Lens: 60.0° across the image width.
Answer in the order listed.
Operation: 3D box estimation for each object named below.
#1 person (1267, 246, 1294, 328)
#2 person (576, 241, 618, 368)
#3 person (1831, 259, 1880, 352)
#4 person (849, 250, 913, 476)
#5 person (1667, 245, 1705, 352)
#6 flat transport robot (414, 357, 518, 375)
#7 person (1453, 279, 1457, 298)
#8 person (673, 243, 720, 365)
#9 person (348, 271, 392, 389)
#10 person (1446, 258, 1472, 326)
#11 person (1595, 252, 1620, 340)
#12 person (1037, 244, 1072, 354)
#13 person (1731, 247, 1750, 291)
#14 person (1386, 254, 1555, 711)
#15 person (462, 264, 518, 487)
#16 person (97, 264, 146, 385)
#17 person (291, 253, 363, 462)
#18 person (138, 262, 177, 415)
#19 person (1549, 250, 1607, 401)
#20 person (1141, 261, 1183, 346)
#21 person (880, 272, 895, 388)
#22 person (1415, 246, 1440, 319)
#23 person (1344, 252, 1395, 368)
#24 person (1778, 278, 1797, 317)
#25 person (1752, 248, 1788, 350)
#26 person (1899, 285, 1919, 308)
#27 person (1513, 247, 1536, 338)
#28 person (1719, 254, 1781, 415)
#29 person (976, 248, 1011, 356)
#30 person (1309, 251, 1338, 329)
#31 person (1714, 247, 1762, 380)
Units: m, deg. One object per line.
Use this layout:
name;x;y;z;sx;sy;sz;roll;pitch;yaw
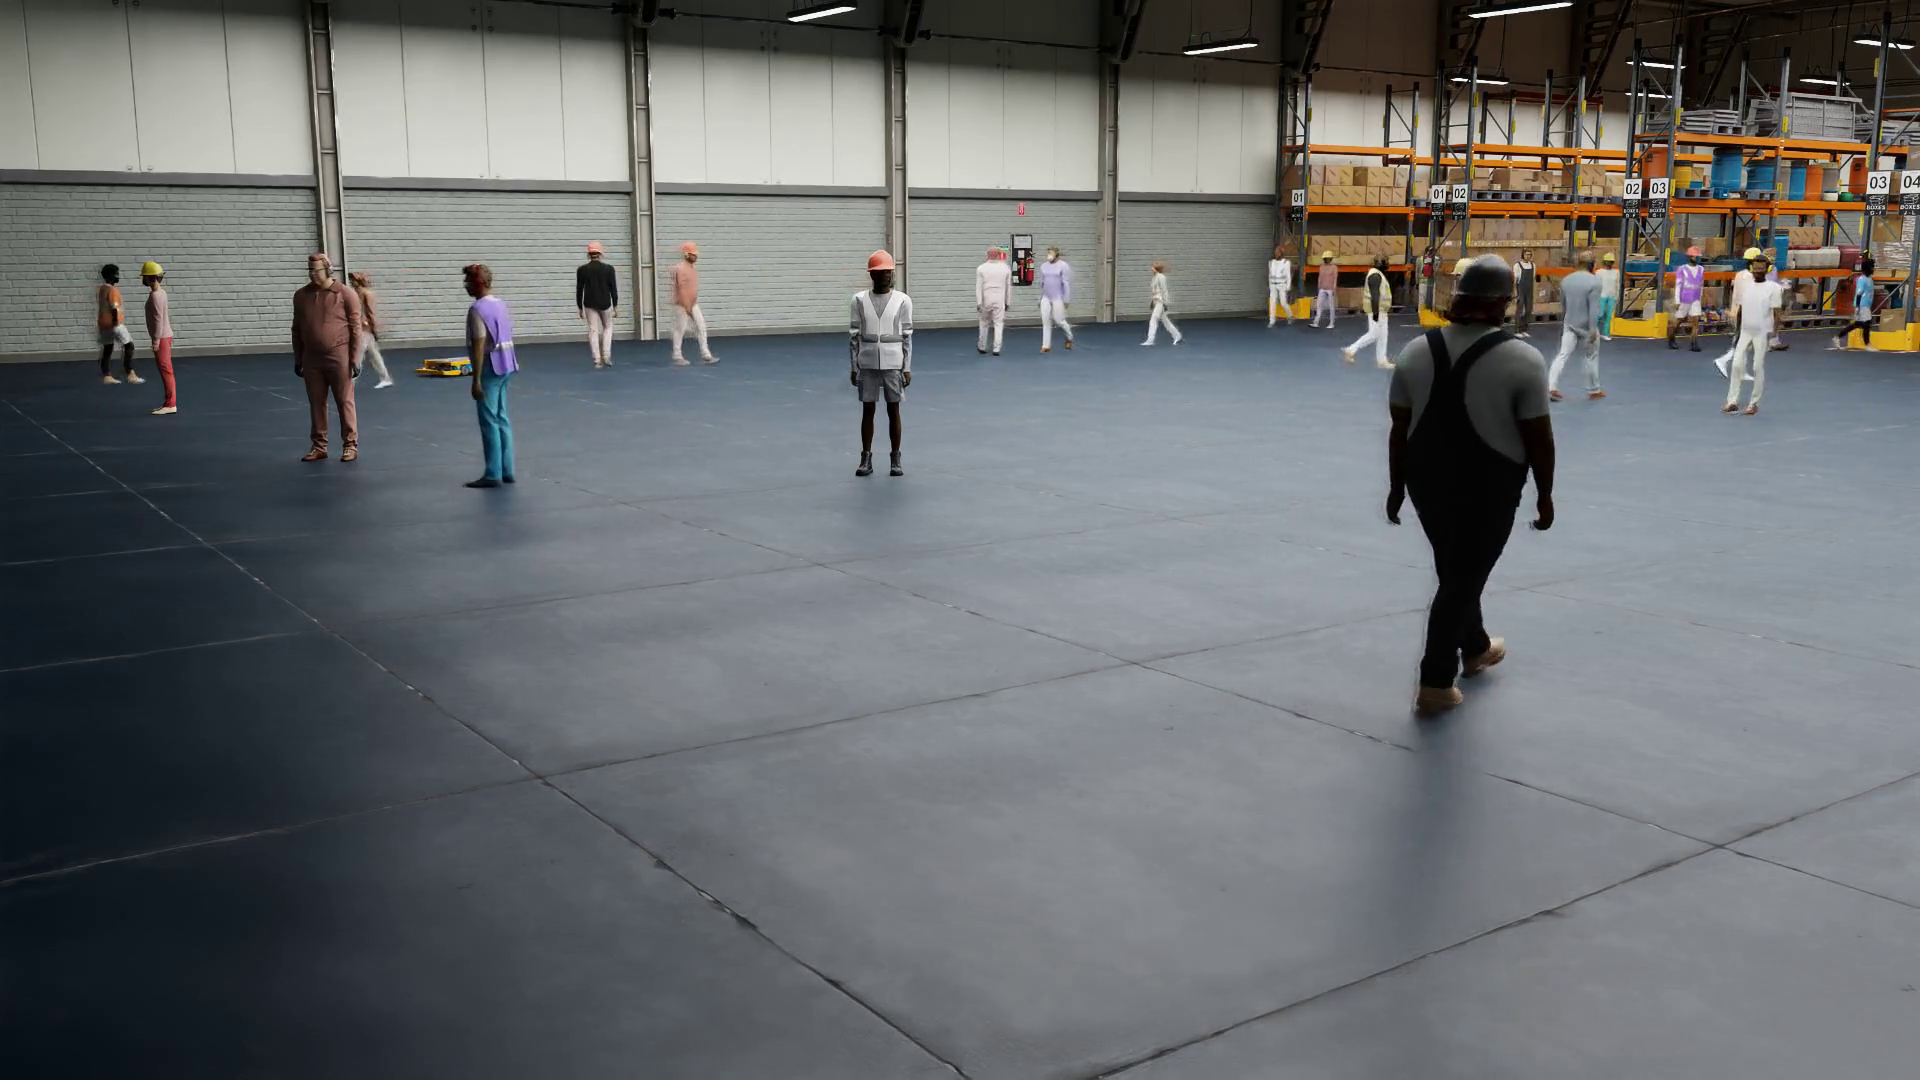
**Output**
person;7.323;-5.764;37.895;0.588;1.857;0.787;10;14;42
person;-5.720;-3.709;26.253;0.646;1.975;0.672;-2;10;-9
person;16.162;-4.219;29.913;0.753;1.671;0.532;7;13;34
person;-0.683;-1.515;14.335;0.548;1.942;0.343;1;10;3
person;13.185;-4.378;30.134;0.549;1.905;0.947;-1;10;-4
flat transport robot;-7.436;-2.637;25.067;0.652;0.197;1.431;6;12;32
person;9.380;-4.360;30.780;0.509;1.631;0.267;5;12;27
person;-4.264;-3.769;26.667;0.894;1.955;0.616;5;11;23
person;-8.048;-2.798;22.307;0.885;1.589;0.536;-10;14;-44
person;5.599;-2.210;18.493;0.423;1.819;0.598;2;11;12
person;12.891;-4.863;33.221;0.525;1.755;0.468;-2;10;-9
person;1.683;-4.266;29.473;0.647;1.920;0.762;8;13;38
person;19.364;-6.317;41.073;0.972;1.786;0.644;-5;11;-25
person;2.293;-0.300;7.404;1.037;2.000;0.696;-10;14;-43
person;-3.877;-1.353;13.761;0.407;1.834;0.564;1;10;5
person;-11.706;-2.991;23.163;0.538;1.677;0.630;9;14;41
person;-5.811;-1.663;15.247;0.651;1.904;0.403;1;10;5
person;-9.333;-2.342;19.355;0.315;1.769;0.525;-4;11;-21
person;7.745;-2.677;20.858;1.005;1.896;0.645;-6;12;-30
person;3.855;-4.486;31.553;0.804;1.604;0.525;-2;10;-8
person;-1.011;-2.885;22.729;0.519;1.615;0.366;10;14;42
person;11.681;-6.418;41.493;0.633;1.839;0.429;6;12;31
person;6.466;-3.593;26.063;0.699;1.820;0.633;5;11;24
person;20.110;-6.110;40.357;0.548;1.620;0.527;-5;11;-24
person;14.672;-4.362;30.207;0.675;1.854;0.805;-4;11;-20
person;19.142;-4.966;33.294;0.625;1.934;0.364;5;12;26
person;11.504;-5.036;33.903;0.547;1.841;0.346;-4;11;-20
person;9.100;-2.348;19.138;0.689;1.849;0.567;-9;14;-40
person;0.557;-4.163;29.071;0.665;1.852;0.993;-2;11;-12
person;8.134;-5.573;37.122;0.826;1.729;0.552;-9;14;-42
person;11.171;-3.221;23.781;0.555;1.908;0.589;2;10;9
